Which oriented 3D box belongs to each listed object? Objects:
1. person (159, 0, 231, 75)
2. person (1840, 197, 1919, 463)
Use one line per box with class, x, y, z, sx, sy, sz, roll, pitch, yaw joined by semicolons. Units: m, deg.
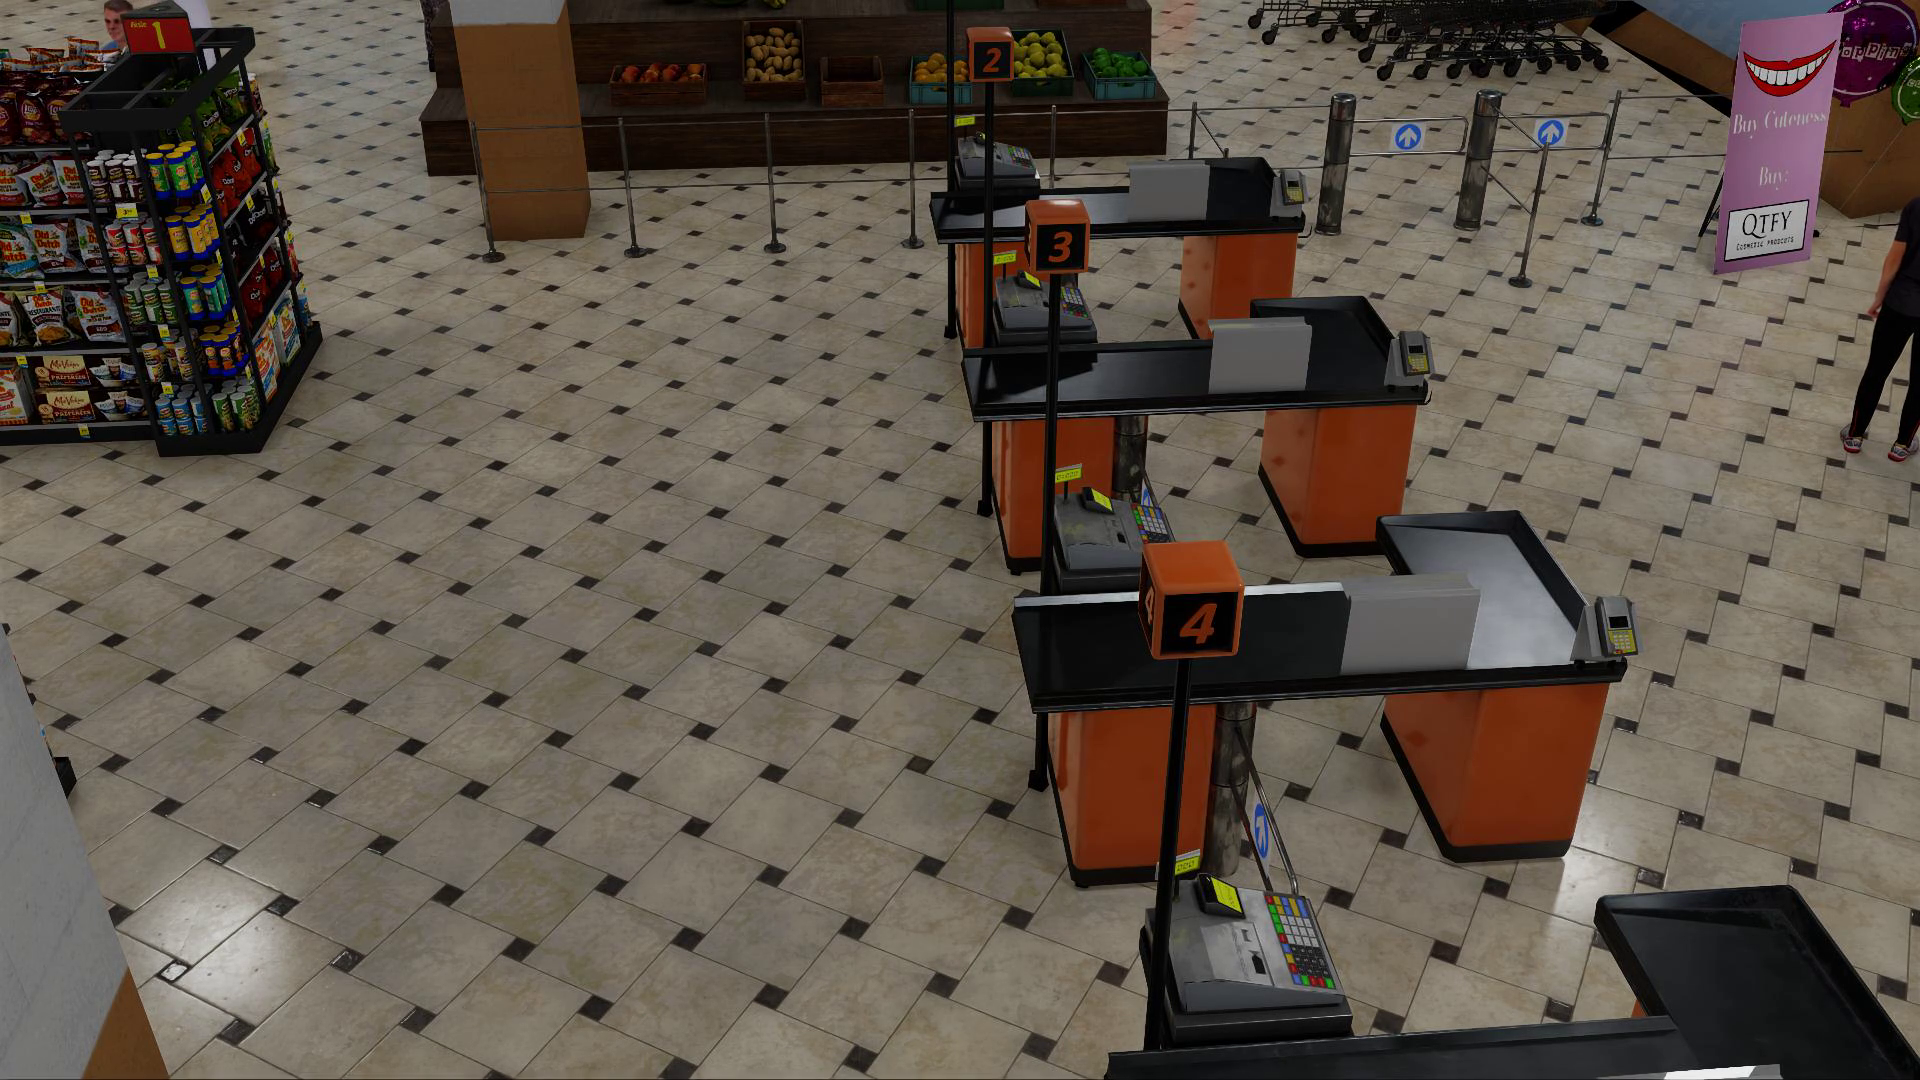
person;-7.161;-5.220;15.227;0.839;1.925;0.802;-27;41;-36
person;5.214;-1.269;9.031;0.677;1.764;0.783;17;36;25
